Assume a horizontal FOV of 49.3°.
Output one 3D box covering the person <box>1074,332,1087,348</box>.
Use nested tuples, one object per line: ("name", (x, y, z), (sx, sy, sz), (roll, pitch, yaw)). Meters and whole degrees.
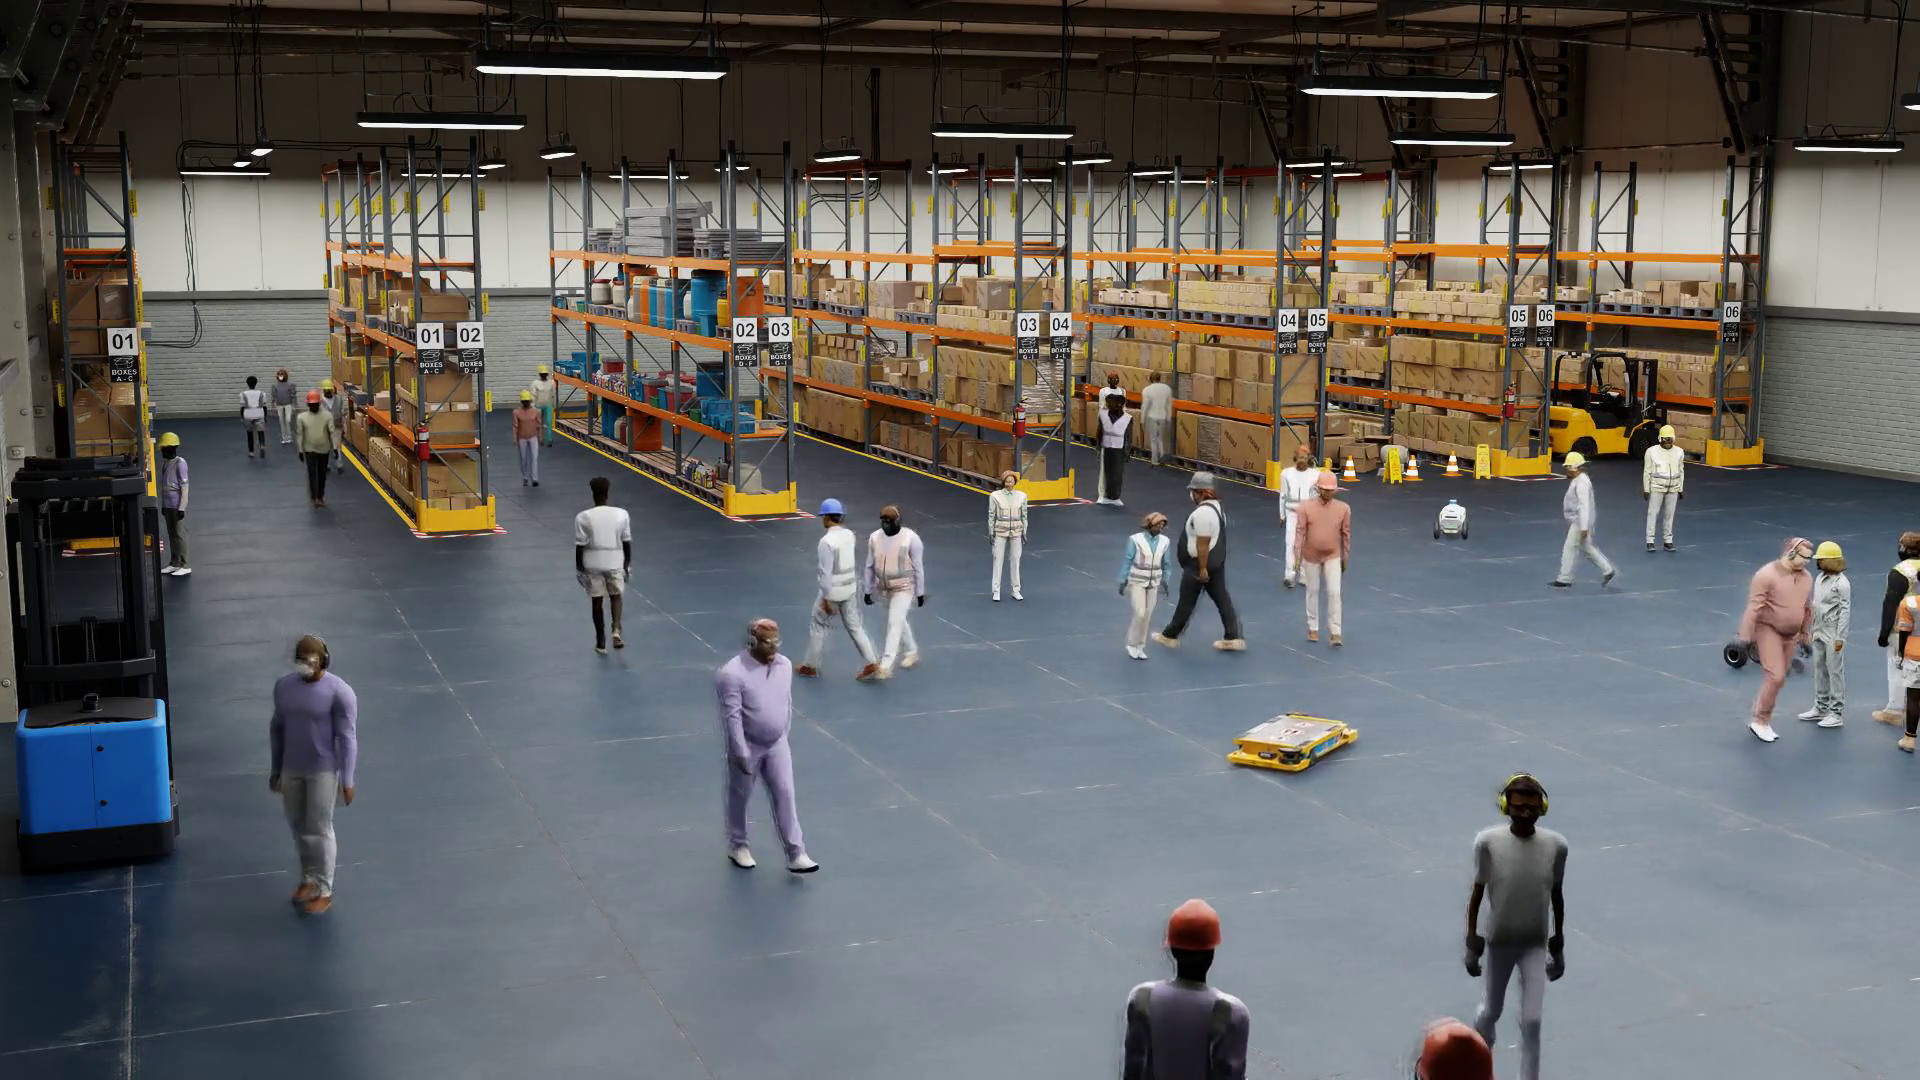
("person", (3.177, -4.567, 55.505), (0.713, 1.880, 0.527), (5, 10, 30))

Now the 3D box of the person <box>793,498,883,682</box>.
("person", (-1.238, 0.516, 21.587), (1.000, 1.900, 0.588), (6, 10, 35))

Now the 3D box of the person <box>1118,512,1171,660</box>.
("person", (2.000, 0.493, 22.610), (0.583, 1.609, 0.427), (-4, 9, -25))

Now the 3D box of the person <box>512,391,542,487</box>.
("person", (-7.761, -1.799, 37.570), (0.545, 1.720, 0.902), (-2, 9, -14))

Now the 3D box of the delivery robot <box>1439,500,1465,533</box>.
("delivery robot", (7.450, -0.360, 31.670), (0.477, 0.478, 0.707), (3, 9, 17))

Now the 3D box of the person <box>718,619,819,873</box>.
("person", (-1.394, 1.504, 15.081), (0.638, 1.857, 0.965), (-6, 10, -35))

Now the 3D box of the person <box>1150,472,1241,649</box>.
("person", (2.675, 0.216, 23.210), (1.042, 2.000, 0.692), (5, 10, 28))

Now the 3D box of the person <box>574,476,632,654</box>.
("person", (-3.912, 0.273, 22.958), (0.630, 1.955, 0.427), (-3, 9, -17))

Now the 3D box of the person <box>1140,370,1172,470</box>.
("person", (3.757, -2.320, 40.348), (0.657, 1.925, 0.438), (-4, 9, -26))

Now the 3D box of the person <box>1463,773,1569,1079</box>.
("person", (2.942, 2.113, 11.093), (0.537, 1.844, 0.866), (1, 9, 7))

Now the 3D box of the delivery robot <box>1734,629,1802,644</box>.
("delivery robot", (8.562, 0.934, 22.177), (0.335, 0.223, 0.698), (-6, 10, -35))

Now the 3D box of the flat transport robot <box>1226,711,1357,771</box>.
("flat transport robot", (2.969, 1.781, 18.647), (0.652, 0.197, 1.431), (5, 10, 31))

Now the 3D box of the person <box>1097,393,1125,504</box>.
("person", (2.542, -1.547, 35.388), (0.518, 1.874, 0.330), (0, 9, 1))

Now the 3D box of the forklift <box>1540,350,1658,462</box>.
("forklift", (12.897, -2.725, 42.309), (2.313, 2.155, 1.214), (-3, 9, -21))

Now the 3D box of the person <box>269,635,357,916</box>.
("person", (-4.431, 1.594, 14.381), (0.678, 1.920, 0.533), (3, 9, 18))

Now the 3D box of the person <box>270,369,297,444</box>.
("person", (-14.547, -2.855, 44.965), (0.536, 1.607, 0.706), (-1, 9, -3))

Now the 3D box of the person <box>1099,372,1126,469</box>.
("person", (2.938, -2.288, 40.291), (0.574, 1.883, 0.356), (-4, 9, -23))

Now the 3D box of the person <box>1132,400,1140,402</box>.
("person", (4.026, -3.289, 46.776), (0.551, 1.936, 0.356), (-3, 9, -21))

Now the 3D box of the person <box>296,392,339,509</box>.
("person", (-10.685, -1.500, 34.840), (0.625, 1.940, 1.023), (-4, 9, -24))

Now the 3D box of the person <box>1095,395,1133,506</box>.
("person", (2.604, -1.521, 35.232), (0.671, 1.876, 0.465), (4, 9, 25))

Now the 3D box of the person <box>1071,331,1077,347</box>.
("person", (2.789, -4.442, 54.281), (1.027, 1.987, 0.637), (-3, 9, -18))

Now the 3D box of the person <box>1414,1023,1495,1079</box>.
("person", (1.657, 2.604, 7.320), (0.628, 1.999, 1.051), (-1, 9, -7))

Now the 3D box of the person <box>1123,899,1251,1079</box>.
("person", (0.947, 2.438, 8.798), (0.567, 1.881, 1.011), (4, 9, 22))

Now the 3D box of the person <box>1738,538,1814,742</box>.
("person", (7.463, 0.903, 19.047), (0.726, 1.869, 0.582), (-4, 9, -24))

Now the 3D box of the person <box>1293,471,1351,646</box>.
("person", (4.045, 0.214, 23.382), (0.641, 1.952, 0.963), (1, 9, 6))

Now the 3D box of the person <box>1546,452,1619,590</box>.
("person", (8.079, -0.245, 27.016), (0.854, 1.795, 0.616), (2, 9, 14))

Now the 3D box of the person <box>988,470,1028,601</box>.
("person", (0.598, -0.058, 26.235), (0.513, 1.638, 0.307), (-2, 9, -13))

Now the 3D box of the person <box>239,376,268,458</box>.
("person", (-14.247, -2.482, 42.262), (0.546, 1.678, 0.705), (-4, 9, -23))

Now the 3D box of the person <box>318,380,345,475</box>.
("person", (-11.862, -2.110, 39.421), (0.623, 1.778, 0.936), (-4, 10, -27))

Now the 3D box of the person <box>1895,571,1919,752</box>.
("person", (8.620, 1.045, 18.673), (0.537, 1.698, 0.321), (1, 9, 9))

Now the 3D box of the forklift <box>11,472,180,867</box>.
("forklift", (-6.630, 0.886, 15.957), (1.129, 2.768, 1.873), (-3, 9, -21))

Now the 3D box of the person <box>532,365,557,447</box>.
("person", (-8.880, -2.876, 44.714), (0.532, 1.724, 0.909), (-3, 9, -17))

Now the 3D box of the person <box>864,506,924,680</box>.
("person", (-0.668, 0.511, 21.952), (0.635, 1.793, 0.969), (5, 10, 32))

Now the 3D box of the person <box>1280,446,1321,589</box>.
("person", (4.415, -0.290, 27.103), (0.597, 1.830, 1.018), (2, 9, 16))

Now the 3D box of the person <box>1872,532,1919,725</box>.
("person", (8.921, 0.834, 19.659), (0.651, 1.824, 0.504), (-7, 11, -37))

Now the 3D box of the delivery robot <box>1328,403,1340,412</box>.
("delivery robot", (8.749, -3.117, 50.054), (0.477, 0.478, 0.707), (-5, 10, -30))

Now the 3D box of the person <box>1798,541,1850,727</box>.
("person", (8.138, 0.875, 19.669), (0.325, 1.740, 0.492), (-1, 9, -9))

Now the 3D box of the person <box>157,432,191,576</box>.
("person", (-10.565, -0.488, 28.127), (0.588, 1.930, 0.359), (8, 12, 42))

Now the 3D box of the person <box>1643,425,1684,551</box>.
("person", (10.154, -0.748, 30.188), (0.600, 1.830, 0.404), (-1, 9, -5))
